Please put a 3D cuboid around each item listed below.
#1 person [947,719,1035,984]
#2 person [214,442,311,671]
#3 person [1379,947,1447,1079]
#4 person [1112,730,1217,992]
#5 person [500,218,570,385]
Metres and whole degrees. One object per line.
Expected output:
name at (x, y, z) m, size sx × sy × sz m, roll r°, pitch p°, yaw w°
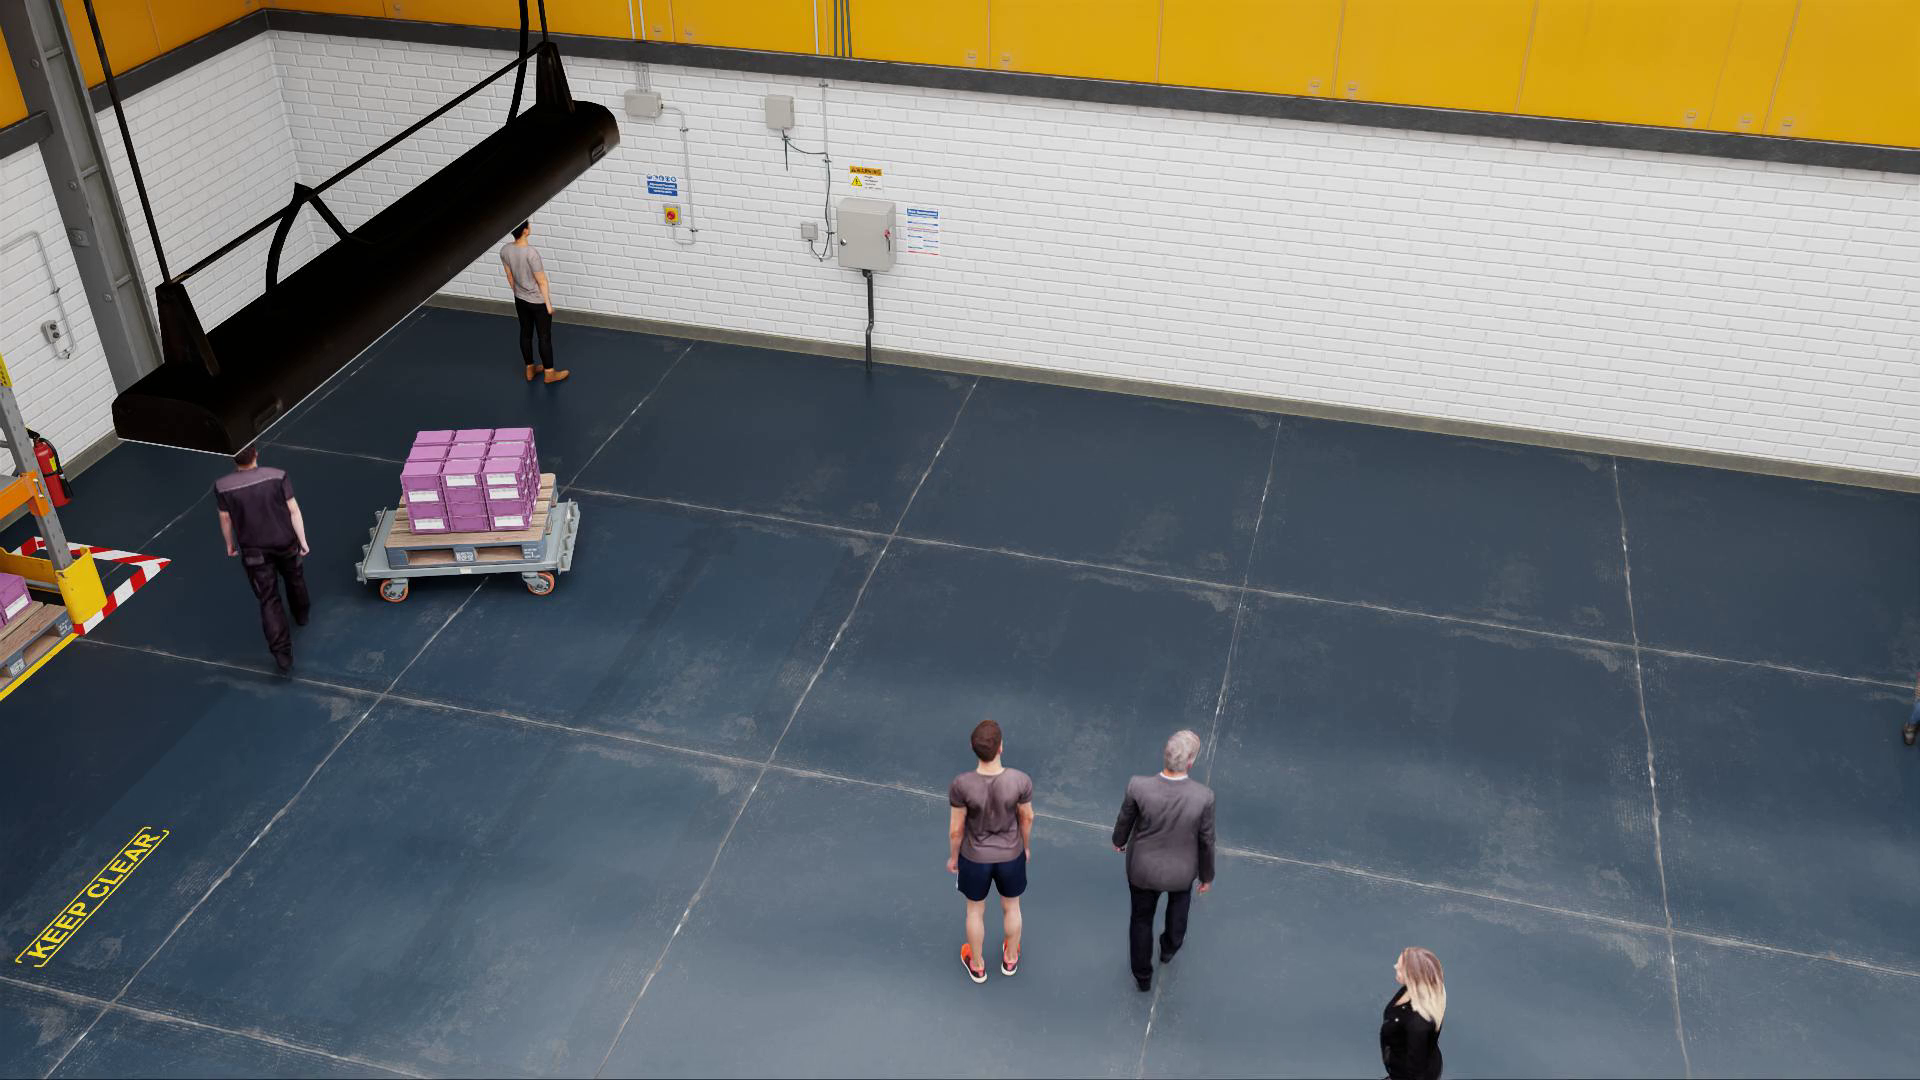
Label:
person at (0.179, 1.808, 9.562) m, size 0.728 × 1.853 × 0.697 m, roll -4°, pitch 34°, yaw -7°
person at (-5.063, 0.100, 12.173) m, size 1.161 × 1.807 × 1.316 m, roll -11°, pitch 35°, yaw -16°
person at (2.327, 2.727, 8.358) m, size 0.758 × 1.653 × 0.719 m, roll 14°, pitch 36°, yaw 20°
person at (1.156, 1.891, 9.469) m, size 0.812 × 1.818 × 0.793 m, roll 3°, pitch 34°, yaw 5°
person at (-4.104, -2.316, 15.883) m, size 0.649 × 1.724 × 0.597 m, roll 16°, pitch 37°, yaw 23°
